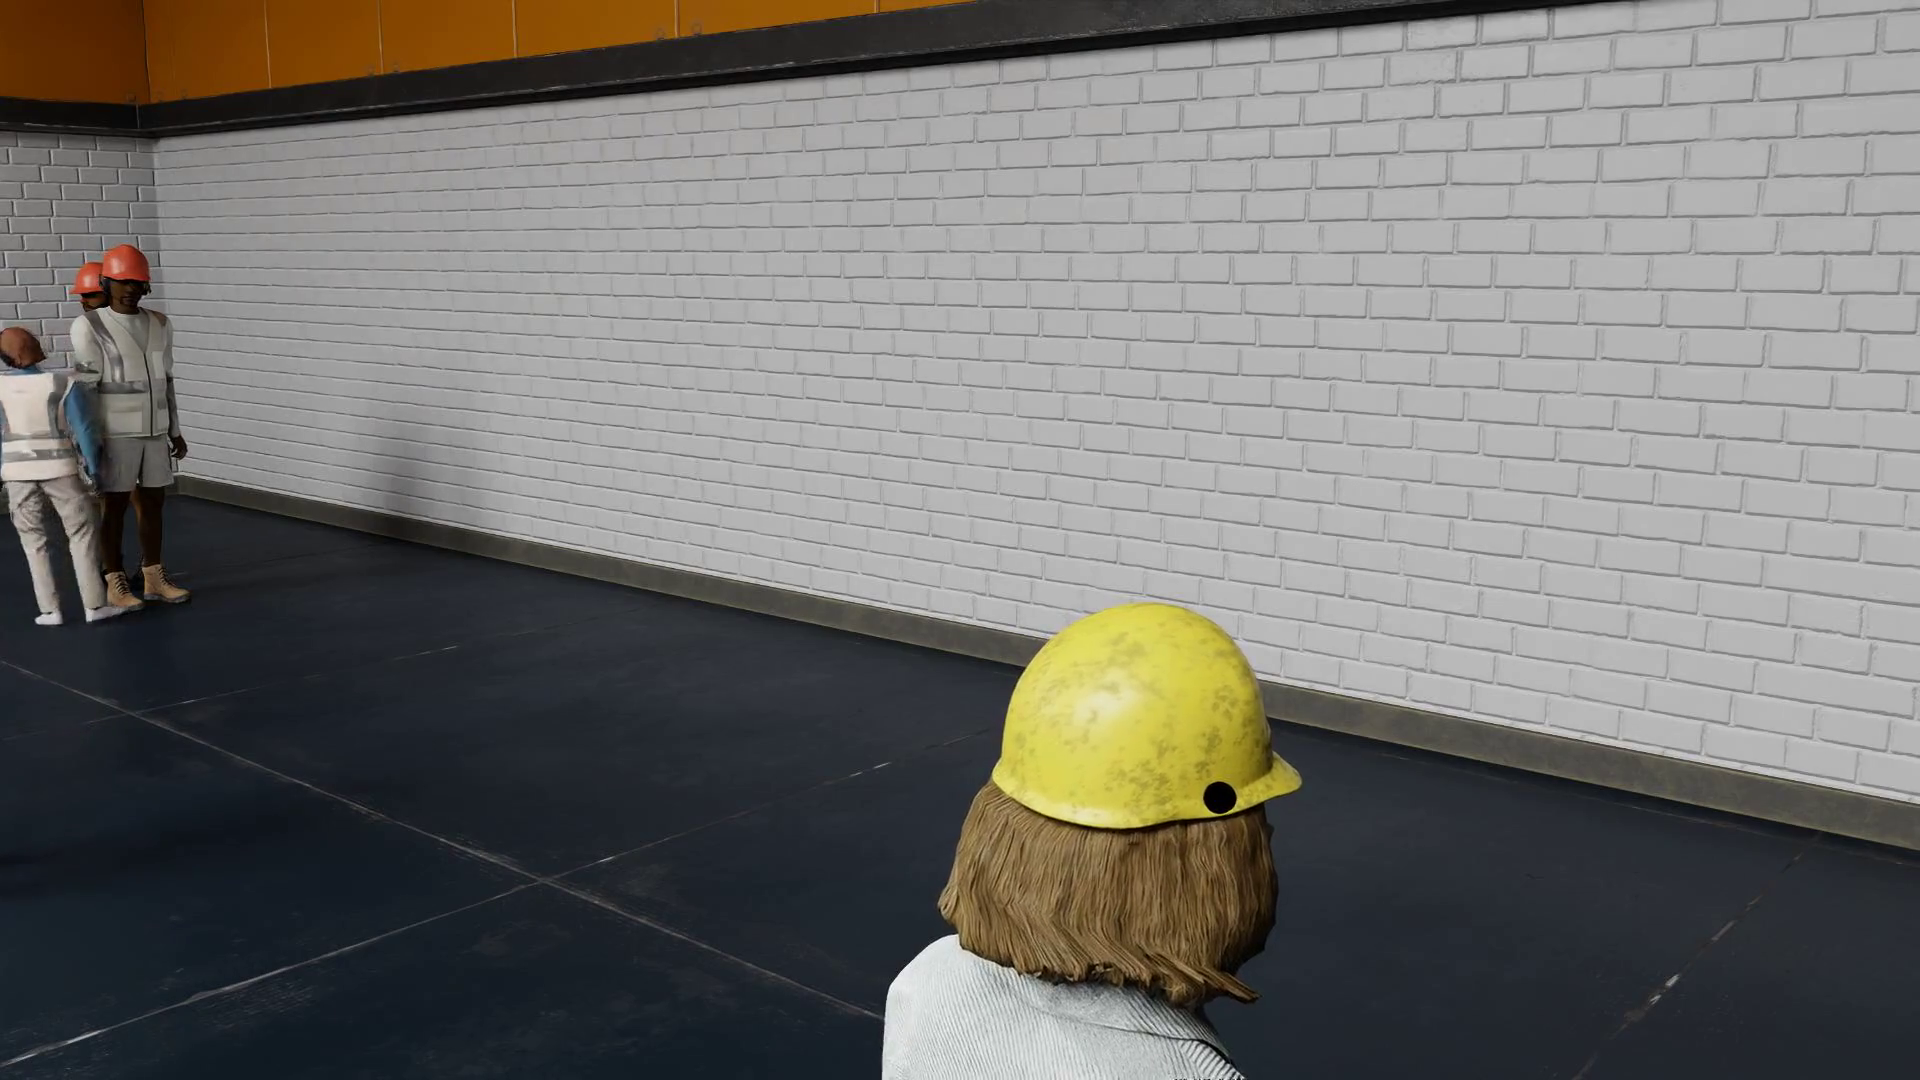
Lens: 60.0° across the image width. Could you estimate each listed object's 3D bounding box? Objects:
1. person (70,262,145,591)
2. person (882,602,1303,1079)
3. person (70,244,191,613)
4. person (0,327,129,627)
[{"bbox_3d":[-5.004,-0.658,9.820,0.542,1.939,0.366,3,10,17],"label":"person"},{"bbox_3d":[0.126,0.910,1.447,0.320,1.742,0.492,-7,12,-37],"label":"person"},{"bbox_3d":[-4.608,-0.621,9.317,0.386,2.039,0.615,5,11,25],"label":"person"},{"bbox_3d":[-4.883,-0.329,8.899,0.606,1.610,0.319,-3,10,-16],"label":"person"}]
